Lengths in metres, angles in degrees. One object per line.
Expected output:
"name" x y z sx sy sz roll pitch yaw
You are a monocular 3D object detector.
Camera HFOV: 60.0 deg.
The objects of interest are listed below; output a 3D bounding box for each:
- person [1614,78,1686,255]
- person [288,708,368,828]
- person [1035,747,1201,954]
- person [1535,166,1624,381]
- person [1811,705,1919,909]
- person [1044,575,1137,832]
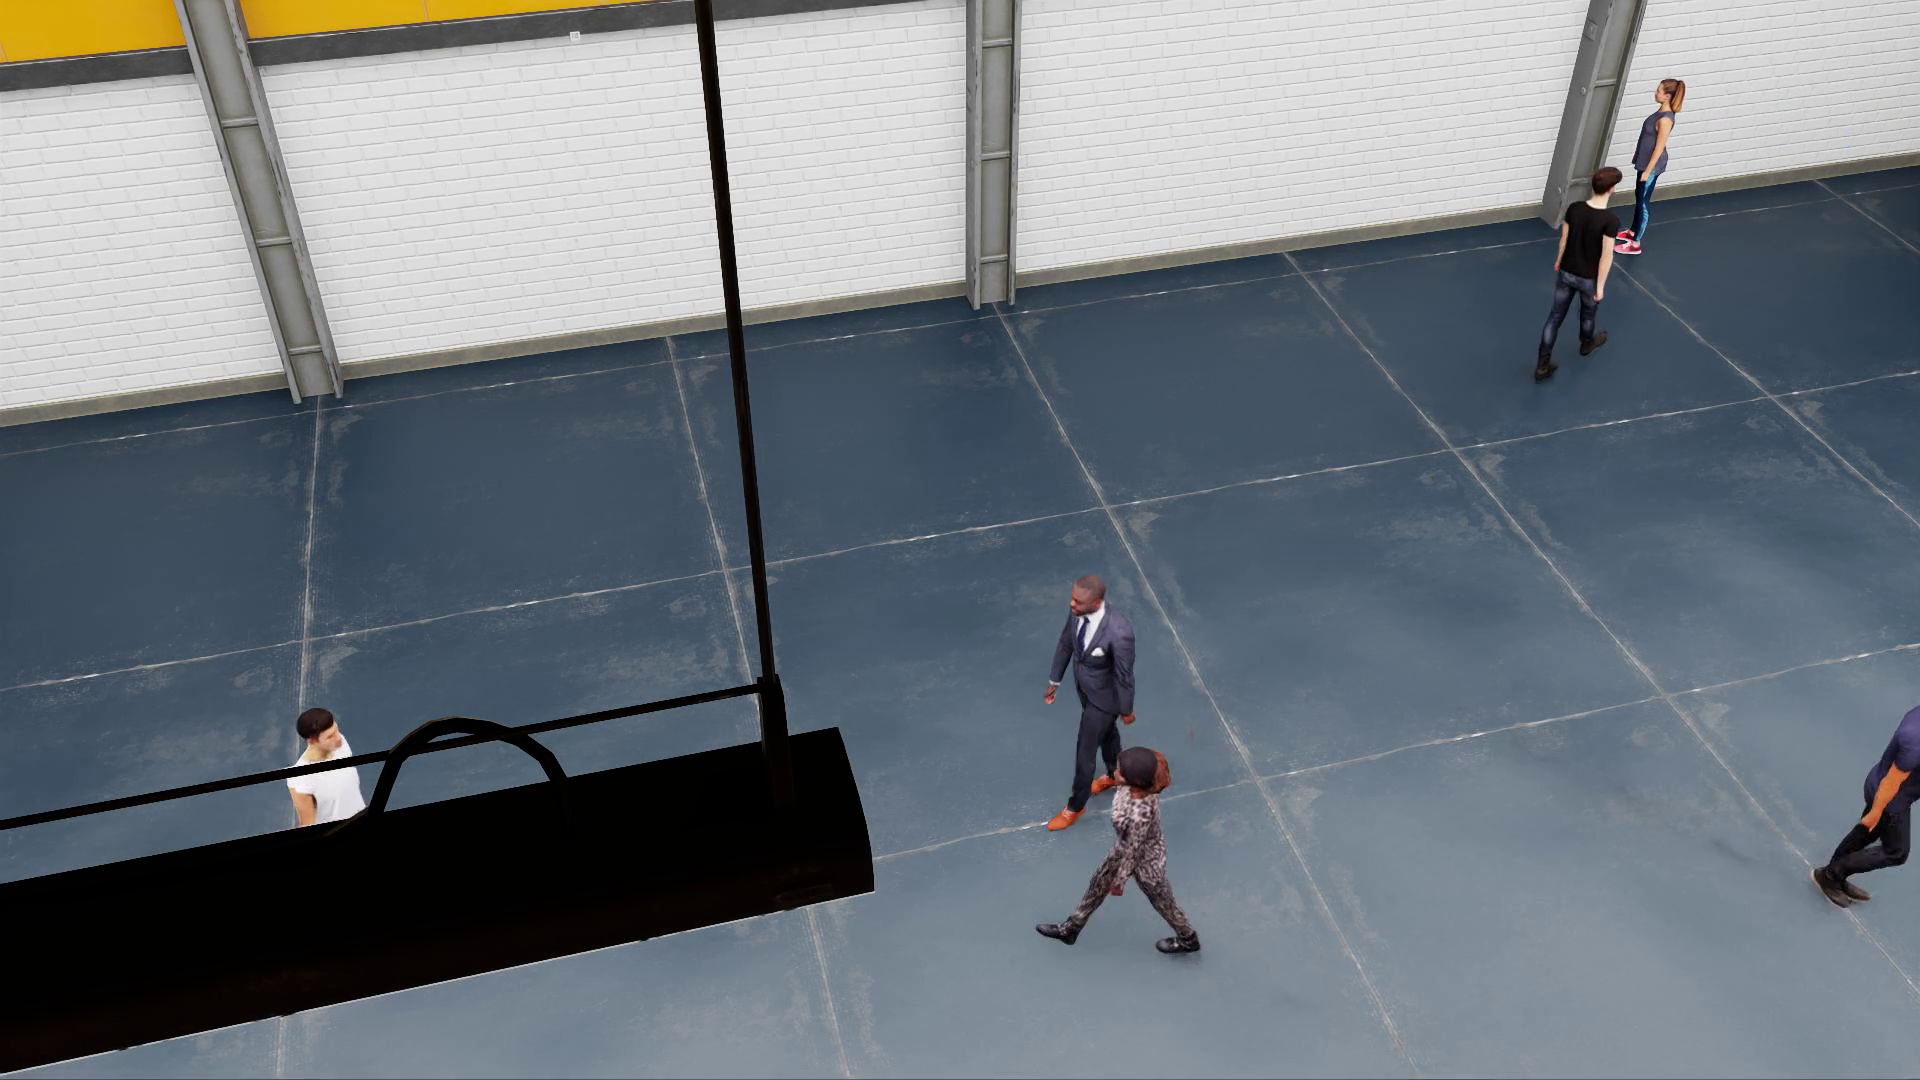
"person" 6.537 -3.548 15.750 0.675 1.724 0.647 10 40 12
"person" -3.545 1.583 9.297 1.144 1.758 0.980 9 40 11
"person" 1.079 1.775 9.137 1.240 1.658 0.831 2 39 2
"person" 5.138 -2.180 13.927 1.257 1.861 1.063 -31 48 -33
"person" 5.240 1.409 9.503 0.827 1.774 0.757 25 45 28
"person" 0.922 0.894 10.130 0.957 1.796 0.810 -18 42 -22
